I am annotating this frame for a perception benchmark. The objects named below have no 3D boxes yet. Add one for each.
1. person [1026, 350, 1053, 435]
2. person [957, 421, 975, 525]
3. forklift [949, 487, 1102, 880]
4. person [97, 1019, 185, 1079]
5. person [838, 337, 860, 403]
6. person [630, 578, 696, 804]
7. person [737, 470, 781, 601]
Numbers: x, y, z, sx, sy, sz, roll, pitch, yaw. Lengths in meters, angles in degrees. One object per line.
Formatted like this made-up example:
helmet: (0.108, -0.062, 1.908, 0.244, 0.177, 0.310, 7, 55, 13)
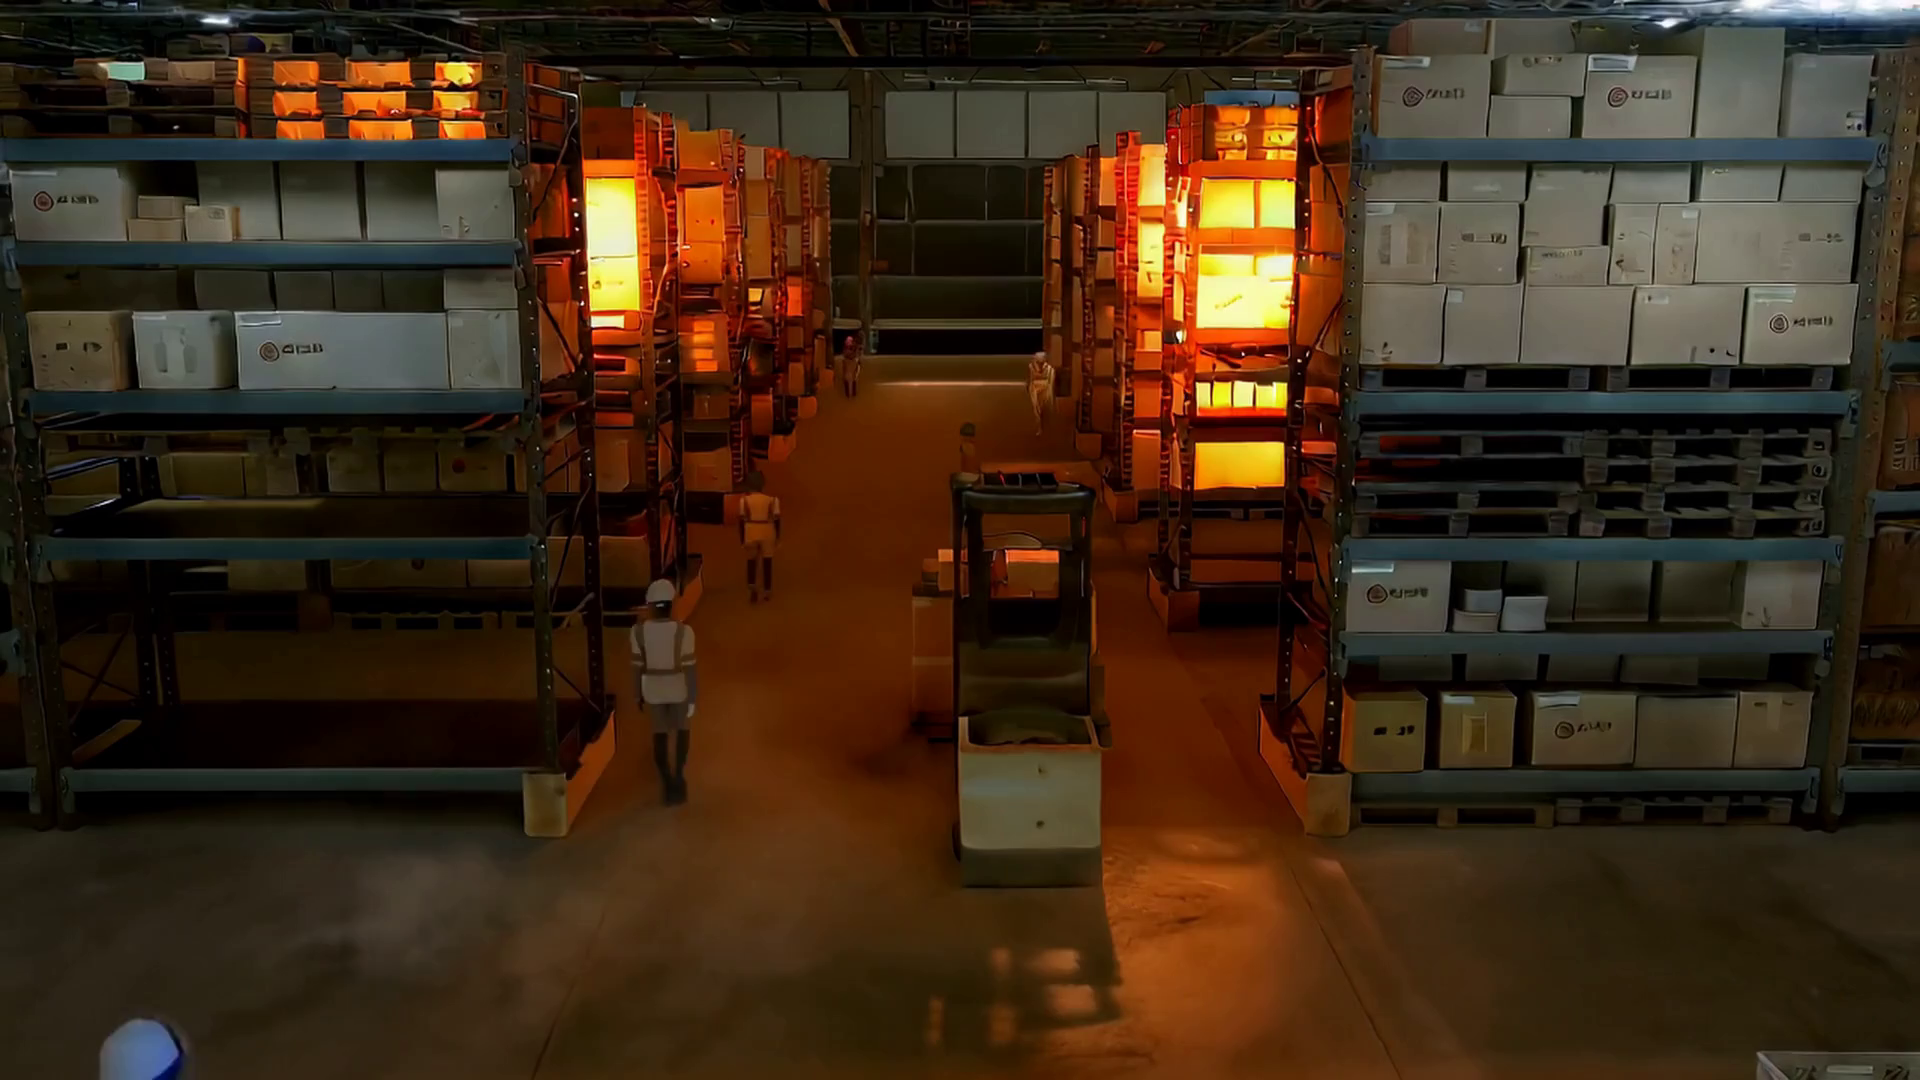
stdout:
person: (1.736, -3.255, 36.457, 0.576, 1.823, 0.777, -1, 11, -6)
person: (0.118, -1.050, 26.009, 0.280, 1.633, 0.500, -5, 12, -23)
forklift: (0.495, 0.986, 12.813, 1.129, 2.768, 1.873, 0, 11, -2)
person: (-2.976, 2.730, 6.295, 0.628, 2.024, 0.485, 0, 11, 2)
person: (-2.801, -4.303, 42.074, 0.549, 1.647, 0.868, 0, 11, 1)
person: (-2.455, 1.267, 13.810, 0.539, 1.920, 0.447, 0, 11, -1)
person: (-2.516, -0.040, 20.862, 0.542, 1.678, 0.608, 0, 11, 0)
